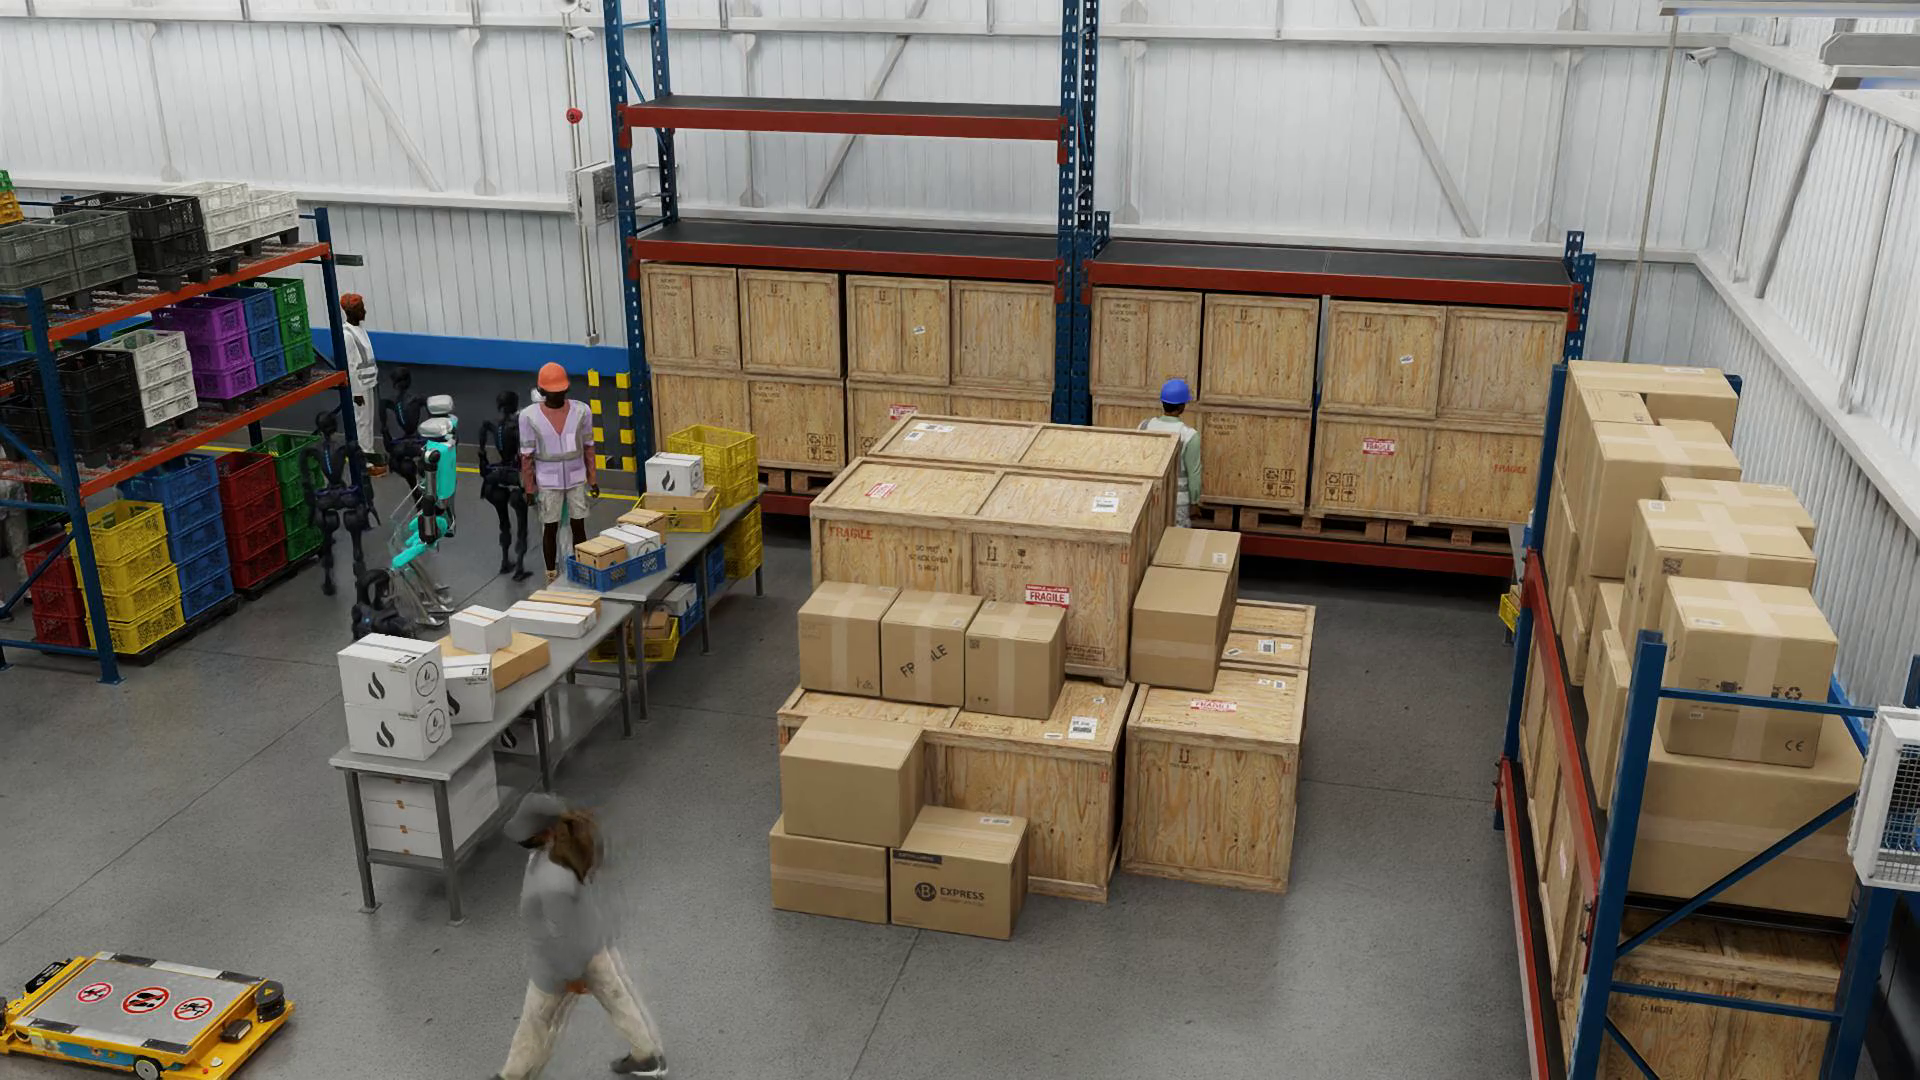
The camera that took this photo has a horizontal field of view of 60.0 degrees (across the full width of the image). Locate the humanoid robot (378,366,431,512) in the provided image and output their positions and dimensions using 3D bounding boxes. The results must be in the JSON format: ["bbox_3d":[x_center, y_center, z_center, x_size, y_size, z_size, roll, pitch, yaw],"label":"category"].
[{"bbox_3d":[-4.958,-0.779,15.152,0.596,1.640,0.548,0,21,1],"label":"humanoid robot"}]

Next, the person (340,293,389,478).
[{"bbox_3d":[-6.075,-1.574,16.902,0.346,1.882,0.583,-3,21,-7],"label":"person"}]

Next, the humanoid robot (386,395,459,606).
[{"bbox_3d":[-4.471,-0.310,13.773,0.760,1.749,0.536,-10,23,-25],"label":"humanoid robot"}]

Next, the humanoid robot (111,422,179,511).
[{"bbox_3d":[-7.253,-0.605,14.670,0.558,1.861,0.830,3,21,7],"label":"humanoid robot"}]

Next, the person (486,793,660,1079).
[{"bbox_3d":[-1.922,1.926,7.973,0.917,1.706,0.622,-1,21,-2],"label":"person"}]

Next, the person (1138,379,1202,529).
[{"bbox_3d":[1.720,-0.372,13.669,0.600,1.948,0.384,17,27,37],"label":"person"}]

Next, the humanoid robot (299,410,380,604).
[{"bbox_3d":[-5.159,-0.294,13.845,0.603,1.638,0.520,-4,21,-11],"label":"humanoid robot"}]

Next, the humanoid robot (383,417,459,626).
[{"bbox_3d":[-4.324,-0.154,13.259,0.748,1.690,0.530,1,21,3],"label":"humanoid robot"}]

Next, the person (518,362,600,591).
[{"bbox_3d":[-3.312,-0.487,13.839,0.615,2.039,0.381,-9,23,-22],"label":"person"}]

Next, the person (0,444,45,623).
[{"bbox_3d":[-7.807,-0.251,13.507,0.404,1.837,0.586,13,25,31],"label":"person"}]

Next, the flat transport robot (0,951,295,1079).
[{"bbox_3d":[-4.270,2.464,8.601,1.431,0.231,0.659,5,22,13],"label":"flat transport robot"}]

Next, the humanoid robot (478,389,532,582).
[{"bbox_3d":[-3.902,-0.474,14.334,0.598,1.636,0.449,3,21,8],"label":"humanoid robot"}]

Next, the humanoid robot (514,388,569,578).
[{"bbox_3d":[-3.544,-0.516,14.352,0.538,1.755,0.928,-7,22,-17],"label":"humanoid robot"}]

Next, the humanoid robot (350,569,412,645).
[{"bbox_3d":[-3.633,0.924,10.717,0.609,1.634,0.742,12,24,28],"label":"humanoid robot"}]
